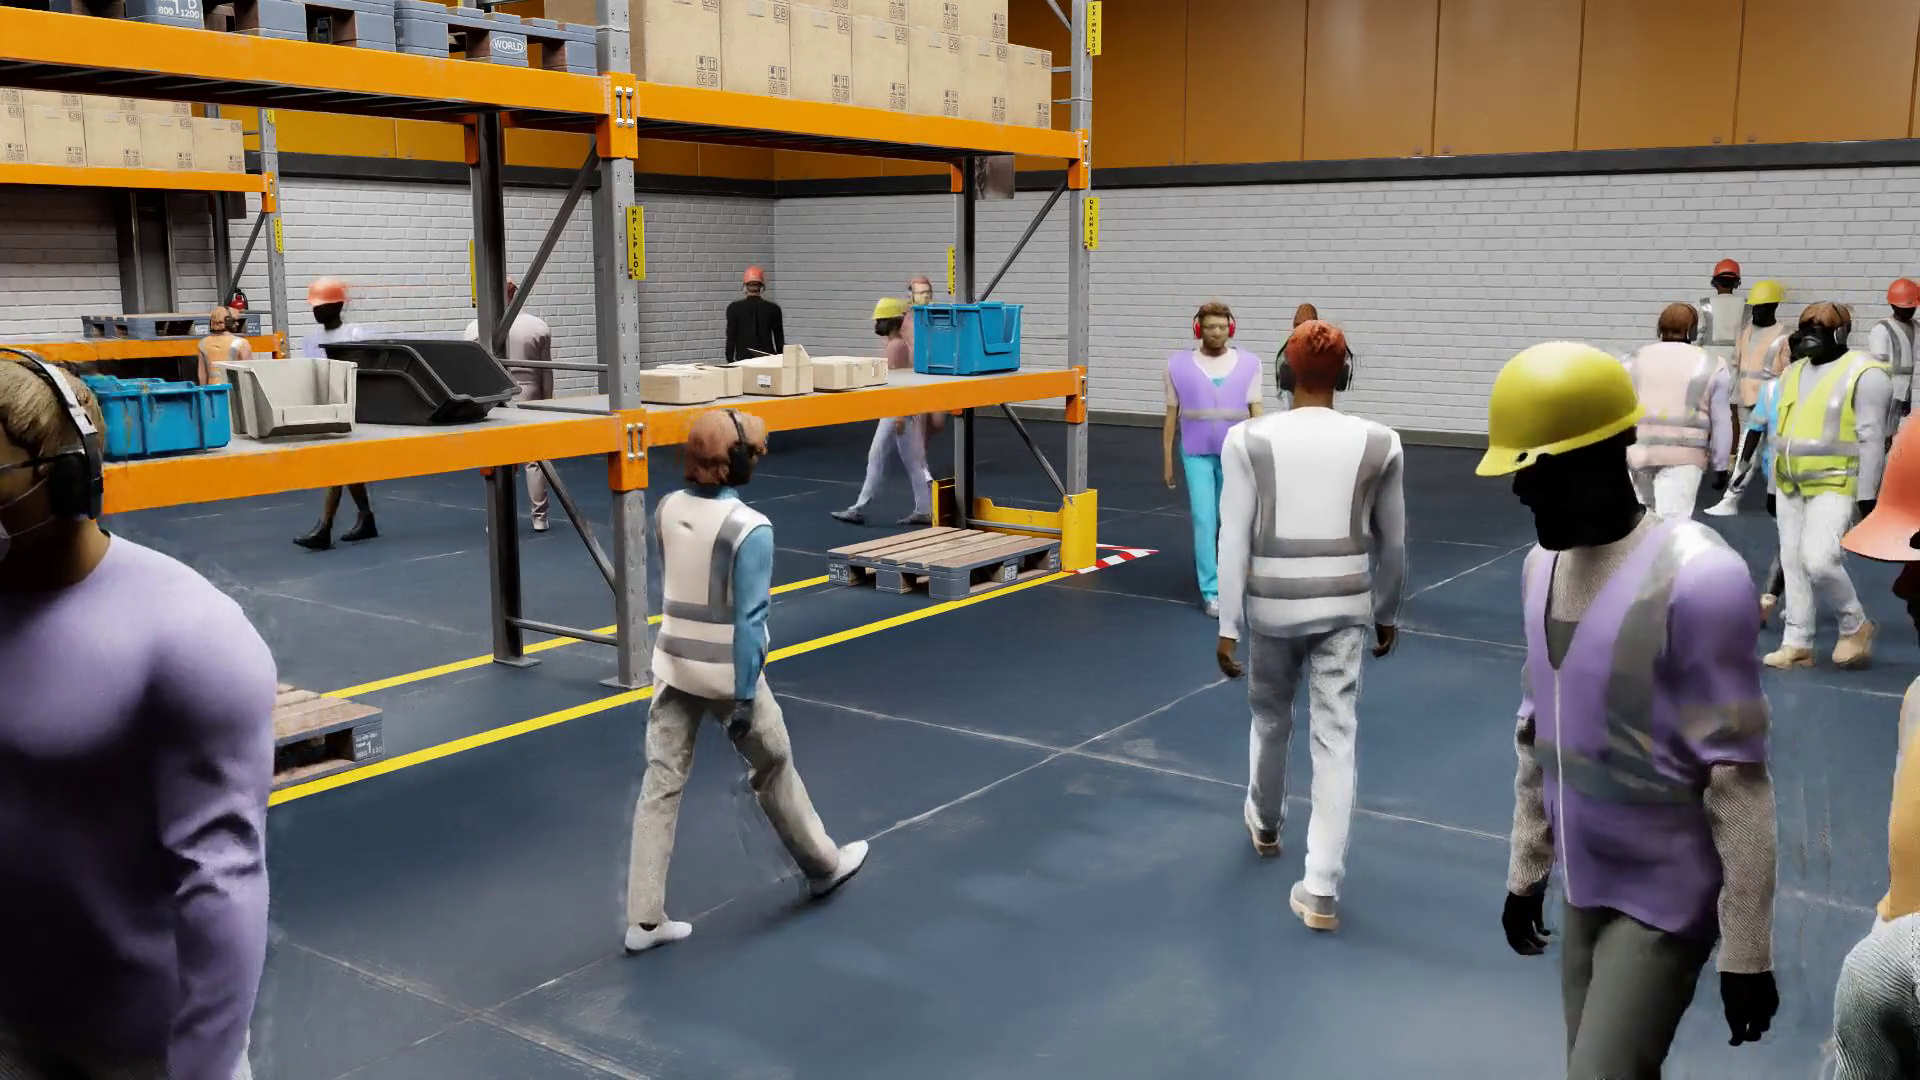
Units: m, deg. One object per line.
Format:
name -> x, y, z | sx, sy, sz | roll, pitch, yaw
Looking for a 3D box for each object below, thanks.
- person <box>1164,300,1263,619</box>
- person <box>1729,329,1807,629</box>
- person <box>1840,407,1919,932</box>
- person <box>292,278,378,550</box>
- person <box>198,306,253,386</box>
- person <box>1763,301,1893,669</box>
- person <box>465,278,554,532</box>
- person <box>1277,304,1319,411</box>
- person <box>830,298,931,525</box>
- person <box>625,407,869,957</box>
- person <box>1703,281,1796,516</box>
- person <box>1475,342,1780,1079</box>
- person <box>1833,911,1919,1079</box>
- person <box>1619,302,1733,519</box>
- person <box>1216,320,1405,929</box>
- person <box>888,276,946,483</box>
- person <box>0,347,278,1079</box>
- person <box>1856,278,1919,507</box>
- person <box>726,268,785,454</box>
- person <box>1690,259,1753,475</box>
person -> 1.469, -0.503, 9.741 | 0.587, 1.809, 0.906 | -1, 10, -5
person -> 4.547, -0.336, 9.159 | 0.879, 1.652, 0.541 | -5, 11, -27
person -> 1.290, 0.757, 1.920 | 0.655, 1.910, 0.585 | 0, 10, 1
person -> -4.475, -0.881, 11.717 | 0.565, 1.895, 0.930 | 6, 11, 30
person -> -6.282, -1.184, 14.290 | 0.515, 1.636, 0.315 | 2, 10, 11
person -> 4.228, -0.255, 8.188 | 0.438, 1.830, 0.655 | -3, 10, -16
person -> -3.332, -0.985, 12.325 | 0.636, 1.903, 0.404 | -5, 11, -25
person -> 3.294, -1.447, 15.908 | 0.526, 1.604, 0.682 | 2, 10, 12
person -> -0.600, -0.961, 12.660 | 0.838, 1.726, 0.553 | 1, 10, 5
person -> -0.681, 0.400, 5.007 | 0.515, 1.587, 0.888 | 8, 12, 38
person -> 6.433, -1.126, 13.277 | 1.004, 1.881, 0.588 | -2, 10, -13
person -> 1.130, 0.605, 2.904 | 0.508, 1.881, 0.652 | -1, 10, -7
person -> 1.016, 0.928, 1.510 | 0.492, 1.709, 0.842 | 6, 11, 32
person -> 4.064, -0.466, 9.566 | 0.642, 1.800, 0.956 | 7, 12, 36
person -> 1.111, 0.224, 5.306 | 0.599, 1.831, 0.976 | 1, 10, 5
person -> -0.377, -1.491, 15.374 | 0.654, 1.882, 0.687 | -5, 11, -28
person -> -1.268, 0.703, 2.264 | 0.661, 1.897, 0.953 | 3, 10, 15
person -> 7.471, -1.162, 13.431 | 0.583, 1.890, 0.545 | -6, 12, -34
person -> -2.172, -1.903, 17.665 | 0.654, 1.933, 1.037 | -2, 10, -14
person -> 7.209, -1.639, 15.792 | 0.614, 2.040, 0.391 | 2, 10, 9
